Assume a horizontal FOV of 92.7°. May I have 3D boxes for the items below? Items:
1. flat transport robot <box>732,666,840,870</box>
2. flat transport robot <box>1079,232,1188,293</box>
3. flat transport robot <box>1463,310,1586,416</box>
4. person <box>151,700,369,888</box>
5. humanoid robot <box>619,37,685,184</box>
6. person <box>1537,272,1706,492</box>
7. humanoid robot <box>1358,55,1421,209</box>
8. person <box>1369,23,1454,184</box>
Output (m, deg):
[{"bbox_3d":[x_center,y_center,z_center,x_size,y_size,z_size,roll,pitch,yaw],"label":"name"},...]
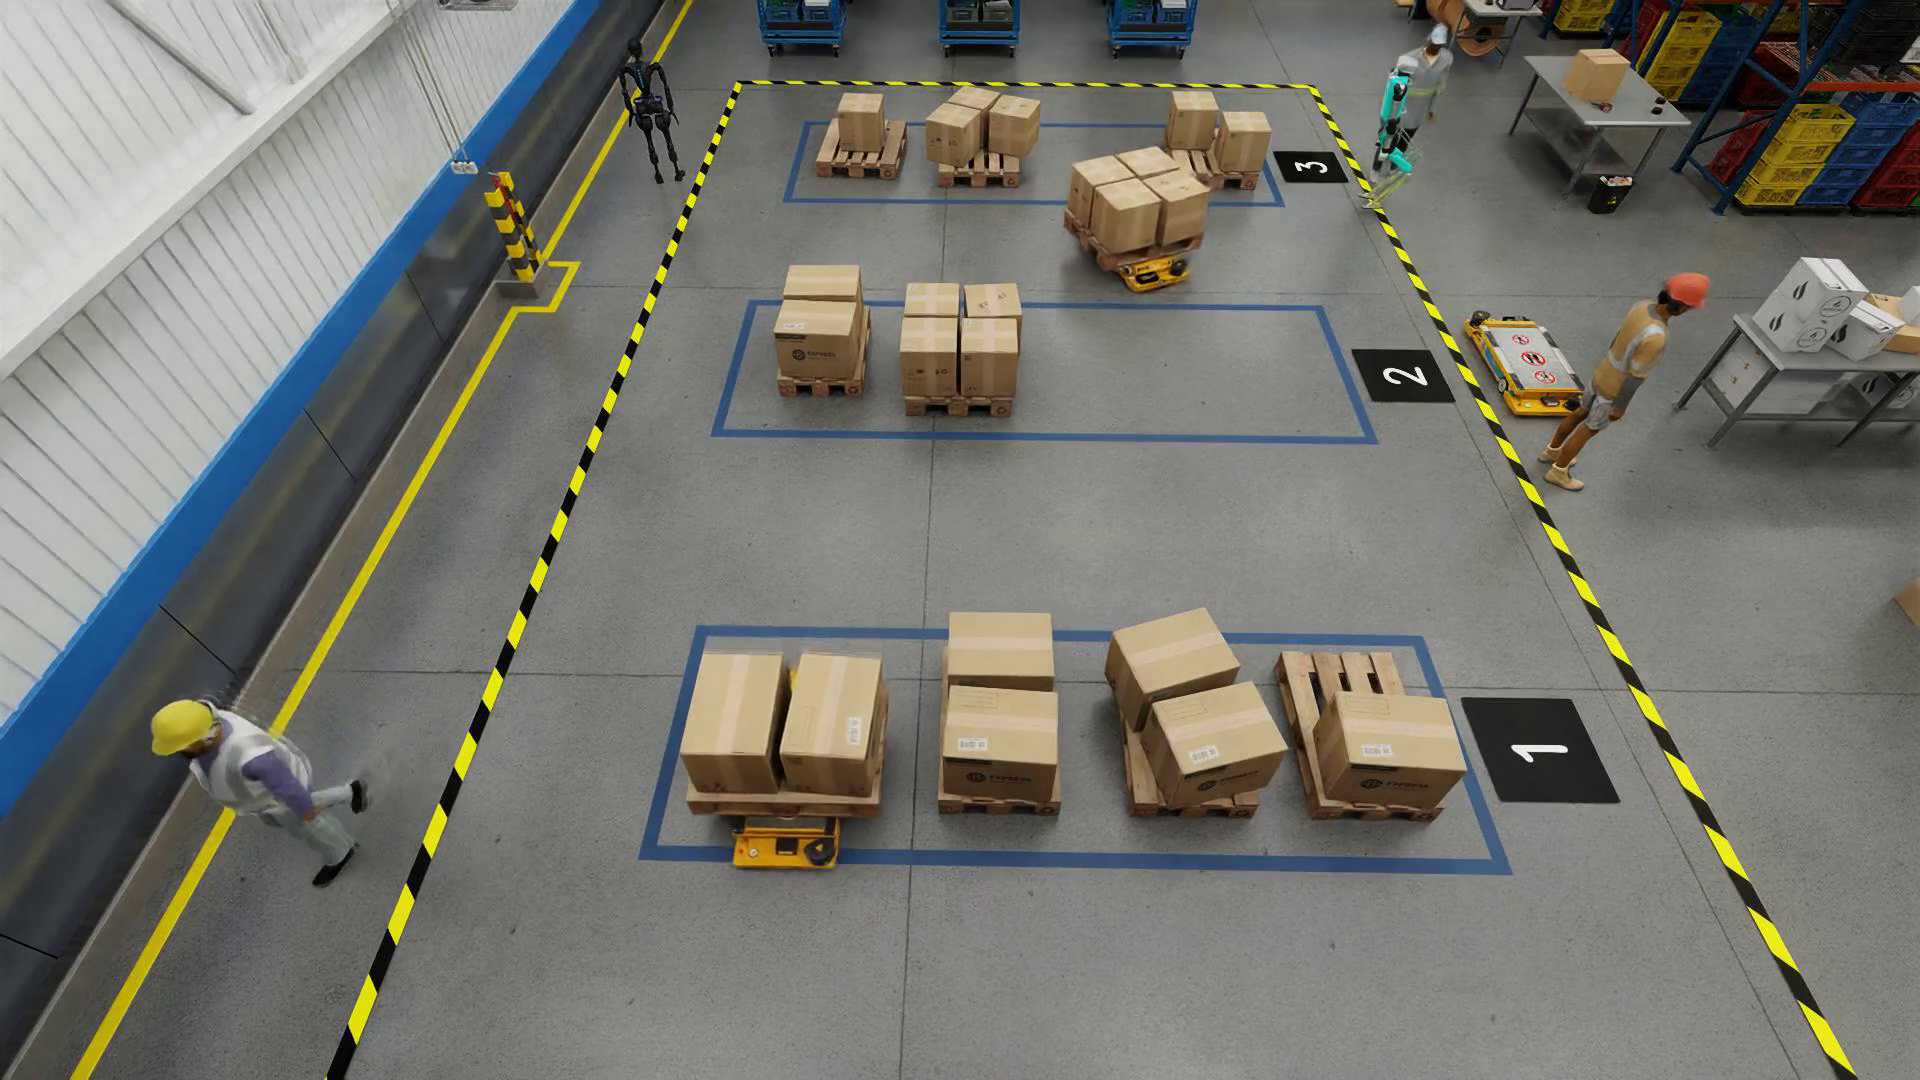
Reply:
[{"bbox_3d":[-1.102,1.494,6.222,0.652,0.197,1.431,1,49,1],"label":"flat transport robot"},{"bbox_3d":[1.934,-3.336,10.403,0.652,0.197,1.431,-17,51,-14],"label":"flat transport robot"},{"bbox_3d":[5.573,-1.757,9.054,0.659,0.231,1.431,1,49,1],"label":"flat transport robot"},{"bbox_3d":[-3.958,1.398,5.296,0.608,1.817,0.539,23,53,18],"label":"person"},{"bbox_3d":[-3.737,-5.170,11.065,0.599,1.659,0.315,-7,50,-6],"label":"humanoid robot"},{"bbox_3d":[5.358,-1.274,7.465,0.372,2.042,0.606,12,50,10],"label":"person"},{"bbox_3d":[5.049,-4.605,10.457,0.735,1.681,0.533,9,50,8],"label":"humanoid robot"},{"bbox_3d":[5.421,-5.190,10.979,0.596,1.850,0.396,0,49,0],"label":"person"}]
